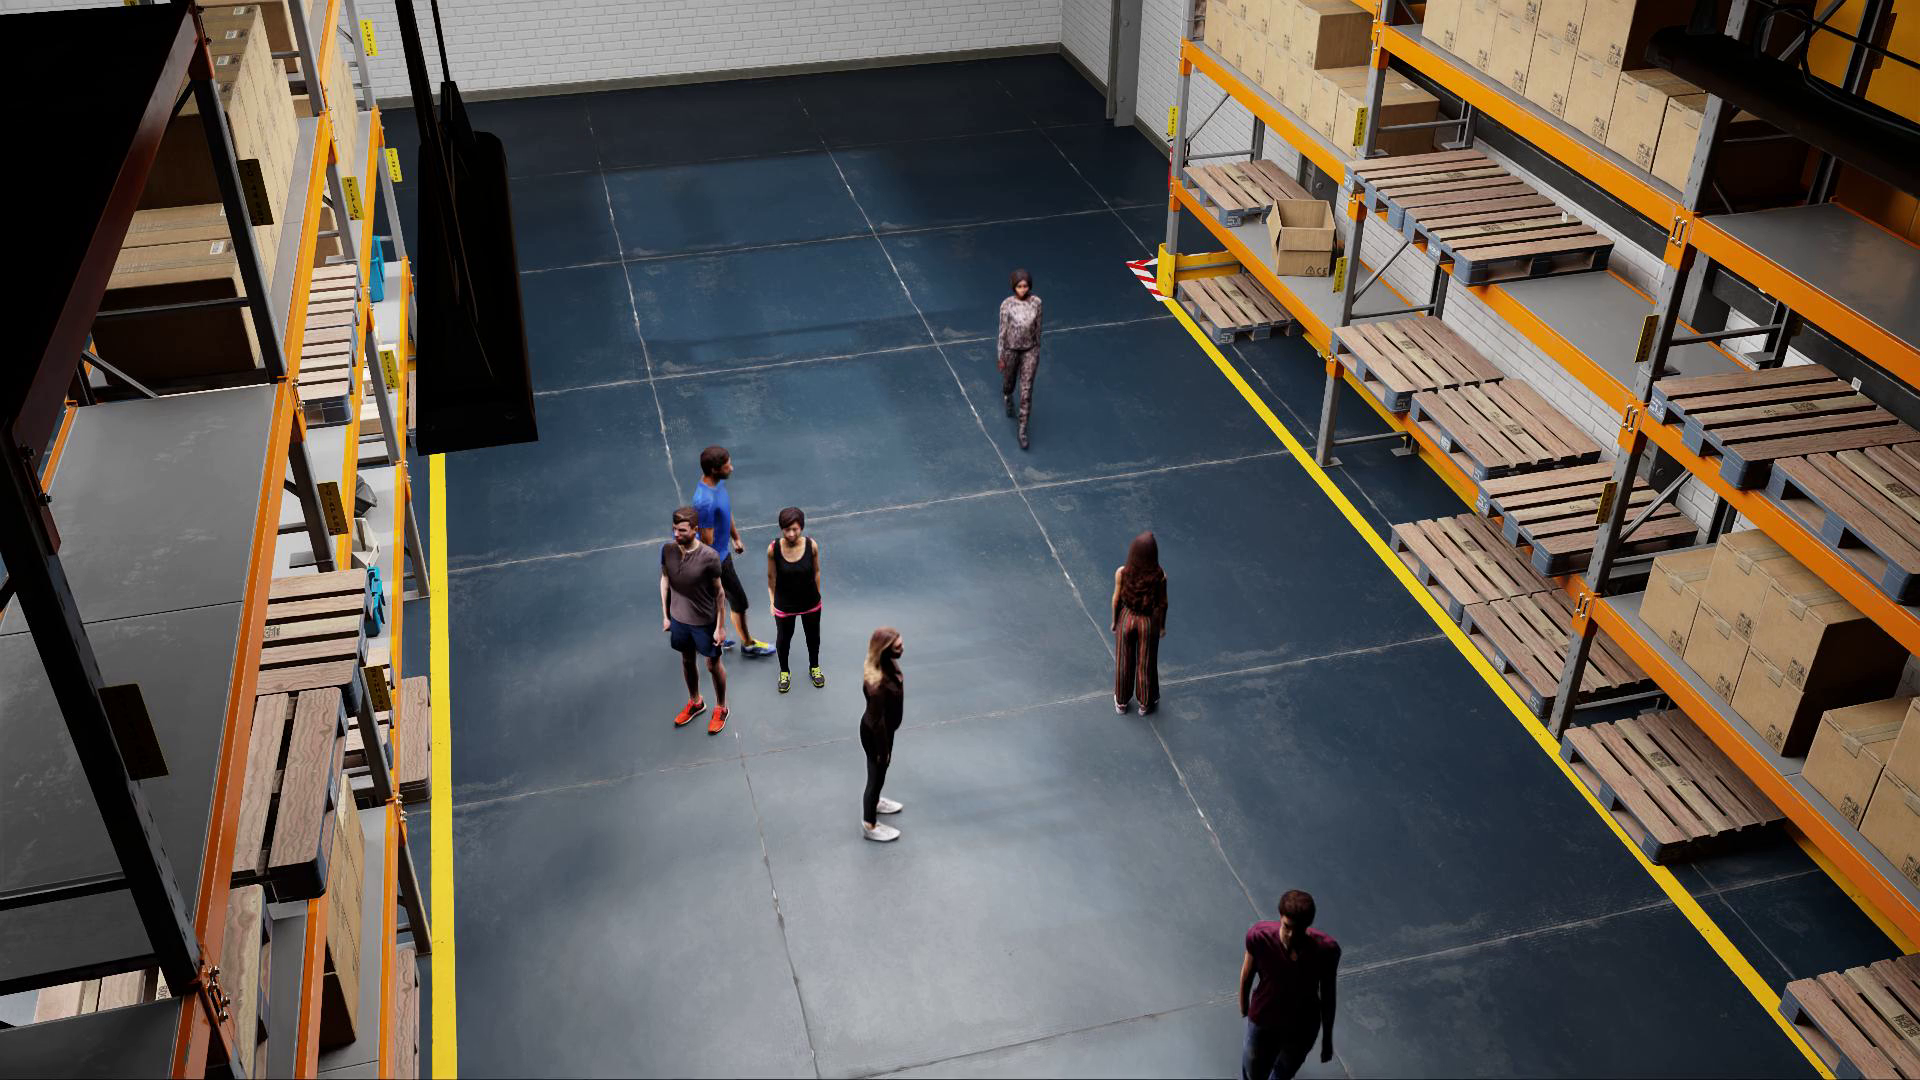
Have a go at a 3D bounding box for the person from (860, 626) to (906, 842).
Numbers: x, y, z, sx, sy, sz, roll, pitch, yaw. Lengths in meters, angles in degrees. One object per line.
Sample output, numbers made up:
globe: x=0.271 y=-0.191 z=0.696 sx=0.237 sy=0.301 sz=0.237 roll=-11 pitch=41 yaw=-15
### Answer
person: x=-0.537 y=1.257 z=11.020 sx=0.733 sy=1.698 sz=0.600 roll=3 pitch=34 yaw=5

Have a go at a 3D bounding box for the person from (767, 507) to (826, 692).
person: x=-1.220 y=0.423 z=12.406 sx=0.546 sy=1.553 sz=0.501 roll=-7 pitch=34 yaw=-10

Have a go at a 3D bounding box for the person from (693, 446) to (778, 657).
person: x=-1.947 y=0.115 z=12.605 sx=0.809 sy=1.845 sz=0.888 roll=-2 pitch=34 yaw=-3

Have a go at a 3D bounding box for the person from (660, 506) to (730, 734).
person: x=-1.891 y=0.558 z=11.932 sx=0.731 sy=1.853 sz=0.751 roll=12 pitch=36 yaw=18

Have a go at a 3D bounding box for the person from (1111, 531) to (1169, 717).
person: x=1.303 y=0.602 z=12.129 sx=0.632 sy=1.561 sz=0.641 roll=6 pitch=34 yaw=9

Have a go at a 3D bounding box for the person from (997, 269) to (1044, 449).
person: x=0.544 y=-1.765 z=15.578 sx=0.662 sy=1.686 sz=1.121 roll=-4 pitch=34 yaw=-6

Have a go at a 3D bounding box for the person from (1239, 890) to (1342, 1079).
person: x=1.767 y=2.520 z=9.017 sx=0.974 sy=1.812 sz=1.170 roll=6 pitch=34 yaw=9
